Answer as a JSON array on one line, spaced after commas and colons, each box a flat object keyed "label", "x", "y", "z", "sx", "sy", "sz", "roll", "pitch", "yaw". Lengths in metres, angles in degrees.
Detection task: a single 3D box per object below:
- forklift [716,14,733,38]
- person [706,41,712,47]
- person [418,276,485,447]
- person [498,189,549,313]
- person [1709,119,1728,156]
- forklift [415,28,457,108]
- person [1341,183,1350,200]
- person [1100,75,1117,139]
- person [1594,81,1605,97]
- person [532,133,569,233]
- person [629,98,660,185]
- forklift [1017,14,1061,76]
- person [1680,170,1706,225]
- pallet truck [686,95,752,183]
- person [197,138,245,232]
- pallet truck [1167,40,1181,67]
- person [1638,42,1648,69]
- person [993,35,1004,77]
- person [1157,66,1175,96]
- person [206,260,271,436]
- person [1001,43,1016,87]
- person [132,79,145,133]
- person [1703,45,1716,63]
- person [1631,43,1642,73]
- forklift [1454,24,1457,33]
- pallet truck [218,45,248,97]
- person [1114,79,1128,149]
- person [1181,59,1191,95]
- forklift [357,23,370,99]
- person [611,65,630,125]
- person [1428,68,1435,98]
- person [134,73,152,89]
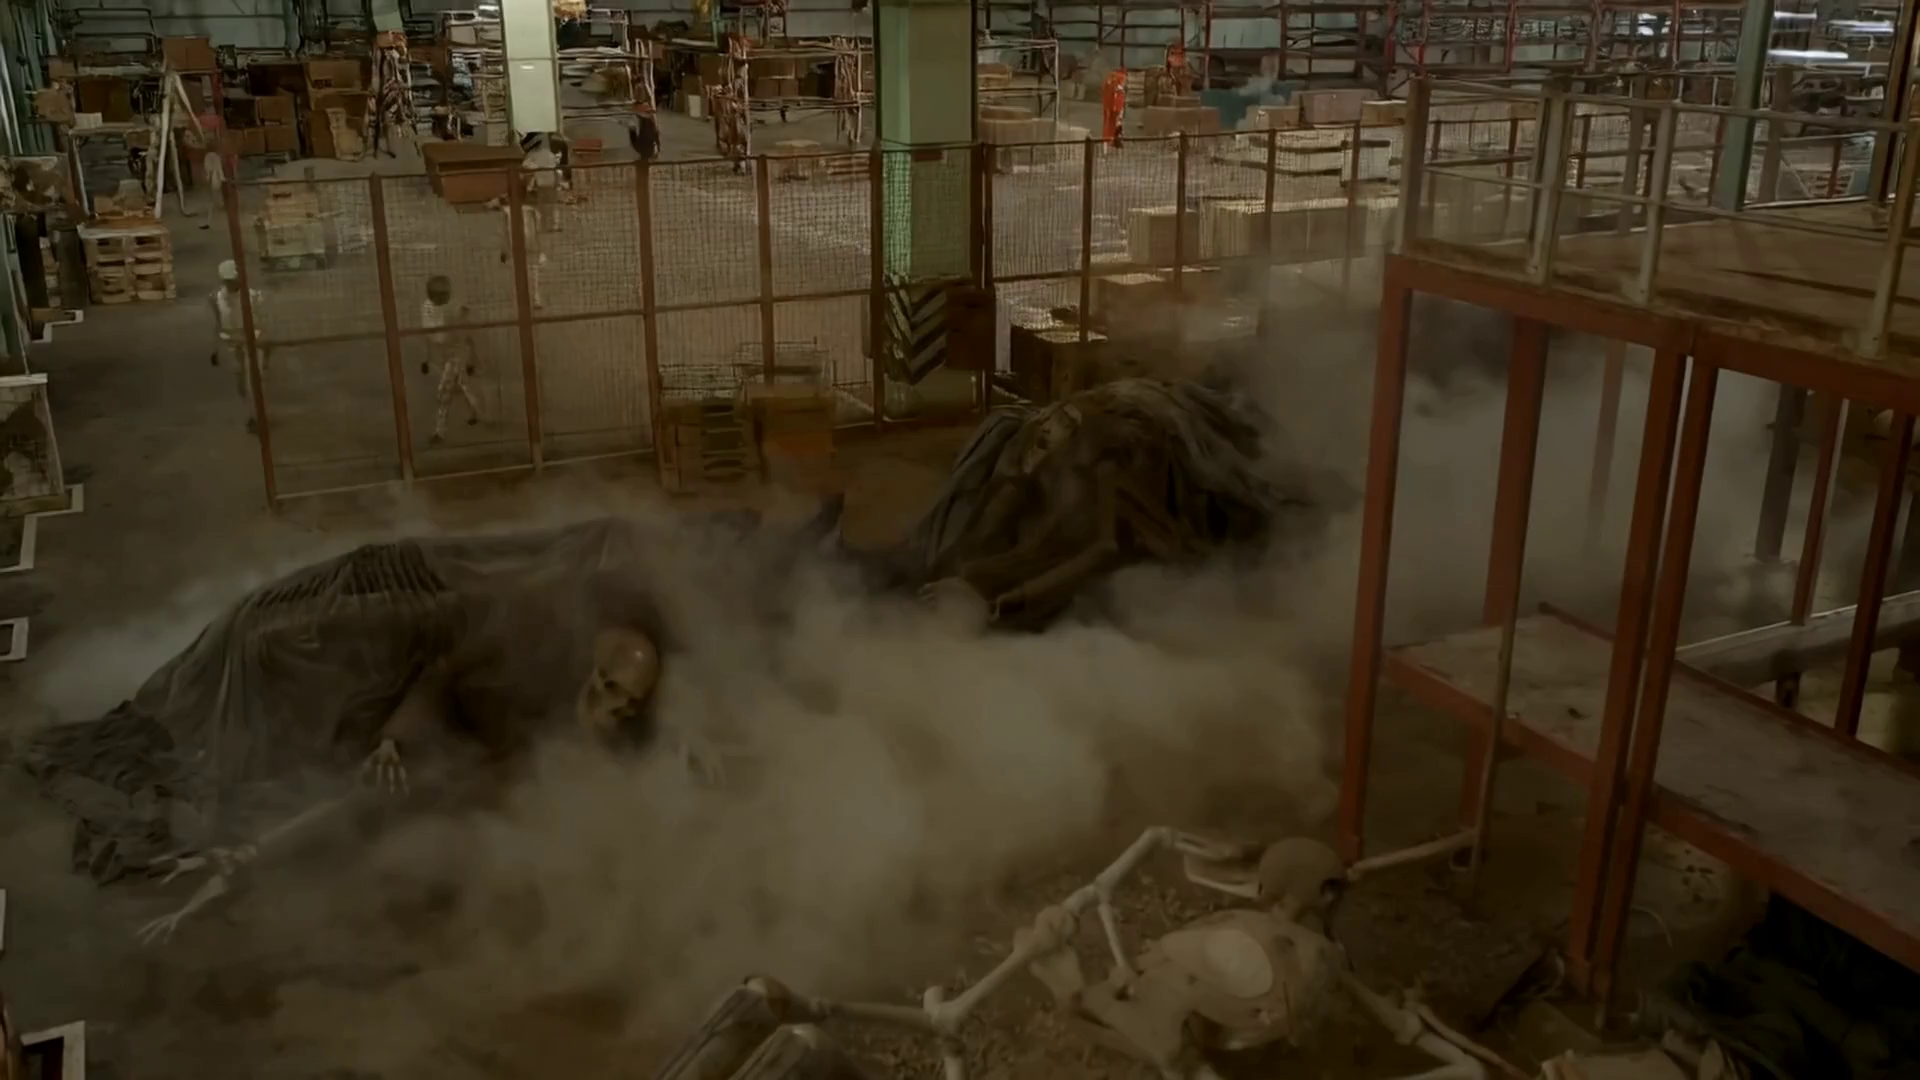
[{"label": "forklift", "x": -10.943, "y": -23.117, "z": 77.681, "sx": 1.873, "sy": 2.768, "sz": 1.129, "roll": -17, "pitch": 25, "yaw": -40}, {"label": "person", "x": -10.634, "y": -20.213, "z": 70.705, "sx": 0.627, "sy": 1.925, "sz": 0.428, "roll": -6, "pitch": 20, "yaw": -17}, {"label": "person", "x": -5.558, "y": -1.977, "z": 18.040, "sx": 0.639, "sy": 1.802, "sz": 0.951, "roll": 11, "pitch": 22, "yaw": 29}, {"label": "person", "x": -6.467, "y": -4.274, "z": 24.671, "sx": 0.675, "sy": 1.834, "sz": 0.429, "roll": 0, "pitch": 19, "yaw": -1}, {"label": "person", "x": 16.807, "y": -8.489, "z": 37.021, "sx": 0.688, "sy": 1.720, "sz": 0.494, "roll": -3, "pitch": 19, "yaw": -8}, {"label": "forklift", "x": -19.190, "y": -17.109, "z": 60.266, "sx": 1.873, "sy": 2.768, "sz": 1.129, "roll": -1, "pitch": 19, "yaw": -2}, {"label": "person", "x": 5.723, "y": -4.376, "z": 24.853, "sx": 0.832, "sy": 1.883, "sz": 0.620, "roll": -10, "pitch": 21, "yaw": -26}, {"label": "person", "x": 4.439, "y": -12.940, "z": 49.731, "sx": 0.527, "sy": 1.858, "sz": 0.318, "roll": 13, "pitch": 23, "yaw": 34}, {"label": "person", "x": 19.619, "y": -13.443, "z": 51.353, "sx": 0.612, "sy": 1.747, "sz": 0.523, "roll": 1, "pitch": 19, "yaw": 1}, {"label": "person", "x": -7.919, "y": -6.851, "z": 32.020, "sx": 0.771, "sy": 1.903, "sz": 0.474, "roll": 13, "pitch": 23, "yaw": 34}, {"label": "person", "x": -7.475, "y": -9.495, "z": 39.463, "sx": 1.008, "sy": 2.000, "sz": 0.692, "roll": 16, "pitch": 25, "yaw": 39}, {"label": "forklift", "x": 3.740, "y": -23.246, "z": 78.057, "sx": 1.873, "sy": 2.768, "sz": 1.129, "roll": 5, "pitch": 20, "yaw": 14}, {"label": "person", "x": 11.523, "y": -4.845, "z": 26.158, "sx": 0.640, "sy": 1.924, "sz": 0.568, "roll": 0, "pitch": 19, "yaw": -1}, {"label": "pallet truck", "x": -5.836, "y": -9.608, "z": 39.856, "sx": 0.823, "sy": 1.965, "sz": 1.885, "roll": 10, "pitch": 22, "yaw": 27}, {"label": "person", "x": -14.381, "y": -6.836, "z": 32.110, "sx": 0.972, "sy": 1.821, "sz": 0.517, "roll": 0, "pitch": 19, "yaw": 1}, {"label": "pallet truck", "x": 9.045, "y": -19.971, "z": 69.895, "sx": 0.823, "sy": 1.965, "sz": 1.885, "roll": -3, "pitch": 19, "yaw": -8}, {"label": "person", "x": 28.284, "y": -19.662, "z": 68.972, "sx": 0.470, "sy": 2.019, "sz": 0.684, "roll": -1, "pitch": 19, "yaw": -3}, {"label": "person", "x": 1.776, "y": -22.537, "z": 77.453, "sx": 0.554, "sy": 1.921, "sz": 0.723, "roll": -9, "pitch": 21, "yaw": -24}, {"label": "person", "x": 6.470, "y": -13.897, "z": 52.335, "sx": 0.600, "sy": 1.967, "sz": 0.369, "roll": 0, "pitch": 19, "yaw": 0}, {"label": "person", "x": -7.877, "y": -2.085, "z": 18.168, "sx": 0.605, "sy": 1.911, "sz": 0.867, "roll": -3, "pitch": 19, "yaw": -10}, {"label": "person", "x": 2.002, "y": -19.574, "z": 68.835, "sx": 0.636, "sy": 1.938, "sz": 0.364, "roll": 3, "pitch": 19, "yaw": 9}, {"label": "person", "x": -25.376, "y": -13.403, "z": 51.414, "sx": 0.523, "sy": 1.632, "sz": 0.313, "roll": 5, "pitch": 20, "yaw": 14}, {"label": "person", "x": 30.385, "y": -19.143, "z": 67.675, "sx": 0.566, "sy": 1.879, "sz": 1.008, "roll": -10, "pitch": 21, "yaw": -27}, {"label": "person", "x": 31.977, "y": -22.677, "z": 78.049, "sx": 0.930, "sy": 1.785, "sz": 0.618, "roll": 3, "pitch": 19, "yaw": 8}, {"label": "forklift", "x": 19.278, "y": -18.334, "z": 63.816, "sx": 1.873, "sy": 2.768, "sz": 1.129, "roll": -9, "pitch": 21, "yaw": -25}, {"label": "pallet truck", "x": -28.879, "y": -18.665, "z": 66.111, "sx": 0.823, "sy": 1.965, "sz": 1.885, "roll": -3, "pitch": 19, "yaw": -9}, {"label": "person", "x": 4.544, "y": -12.048, "z": 47.028, "sx": 0.376, "sy": 1.932, "sz": 0.543, "roll": -1, "pitch": 19, "yaw": -2}, {"label": "person", "x": 8.445, "y": -17.277, "z": 62.607, "sx": 0.547, "sy": 1.648, "sz": 0.867, "roll": -13, "pitch": 23, "yaw": -33}, {"label": "forklift", "x": -23.036, "y": -18.792, "z": 65.143, "sx": 1.129, "sy": 2.768, "sz": 1.873, "roll": 14, "pitch": 23, "yaw": 35}, {"label": "person", "x": -10.958, "y": -14.427, "z": 53.976, "sx": 0.641, "sy": 1.912, "sz": 0.835, "roll": -16, "pitch": 24, "yaw": -38}, {"label": "person", "x": 16.134, "y": -15.346, "z": 57.063, "sx": 0.333, "sy": 1.622, "sz": 0.556, "roll": 9, "pitch": 21, "yaw": 24}, {"label": "person", "x": -28.195, "y": -15.621, "z": 57.484, "sx": 0.594, "sy": 1.880, "sz": 0.983, "roll": -4, "pitch": 19, "yaw": -11}]
